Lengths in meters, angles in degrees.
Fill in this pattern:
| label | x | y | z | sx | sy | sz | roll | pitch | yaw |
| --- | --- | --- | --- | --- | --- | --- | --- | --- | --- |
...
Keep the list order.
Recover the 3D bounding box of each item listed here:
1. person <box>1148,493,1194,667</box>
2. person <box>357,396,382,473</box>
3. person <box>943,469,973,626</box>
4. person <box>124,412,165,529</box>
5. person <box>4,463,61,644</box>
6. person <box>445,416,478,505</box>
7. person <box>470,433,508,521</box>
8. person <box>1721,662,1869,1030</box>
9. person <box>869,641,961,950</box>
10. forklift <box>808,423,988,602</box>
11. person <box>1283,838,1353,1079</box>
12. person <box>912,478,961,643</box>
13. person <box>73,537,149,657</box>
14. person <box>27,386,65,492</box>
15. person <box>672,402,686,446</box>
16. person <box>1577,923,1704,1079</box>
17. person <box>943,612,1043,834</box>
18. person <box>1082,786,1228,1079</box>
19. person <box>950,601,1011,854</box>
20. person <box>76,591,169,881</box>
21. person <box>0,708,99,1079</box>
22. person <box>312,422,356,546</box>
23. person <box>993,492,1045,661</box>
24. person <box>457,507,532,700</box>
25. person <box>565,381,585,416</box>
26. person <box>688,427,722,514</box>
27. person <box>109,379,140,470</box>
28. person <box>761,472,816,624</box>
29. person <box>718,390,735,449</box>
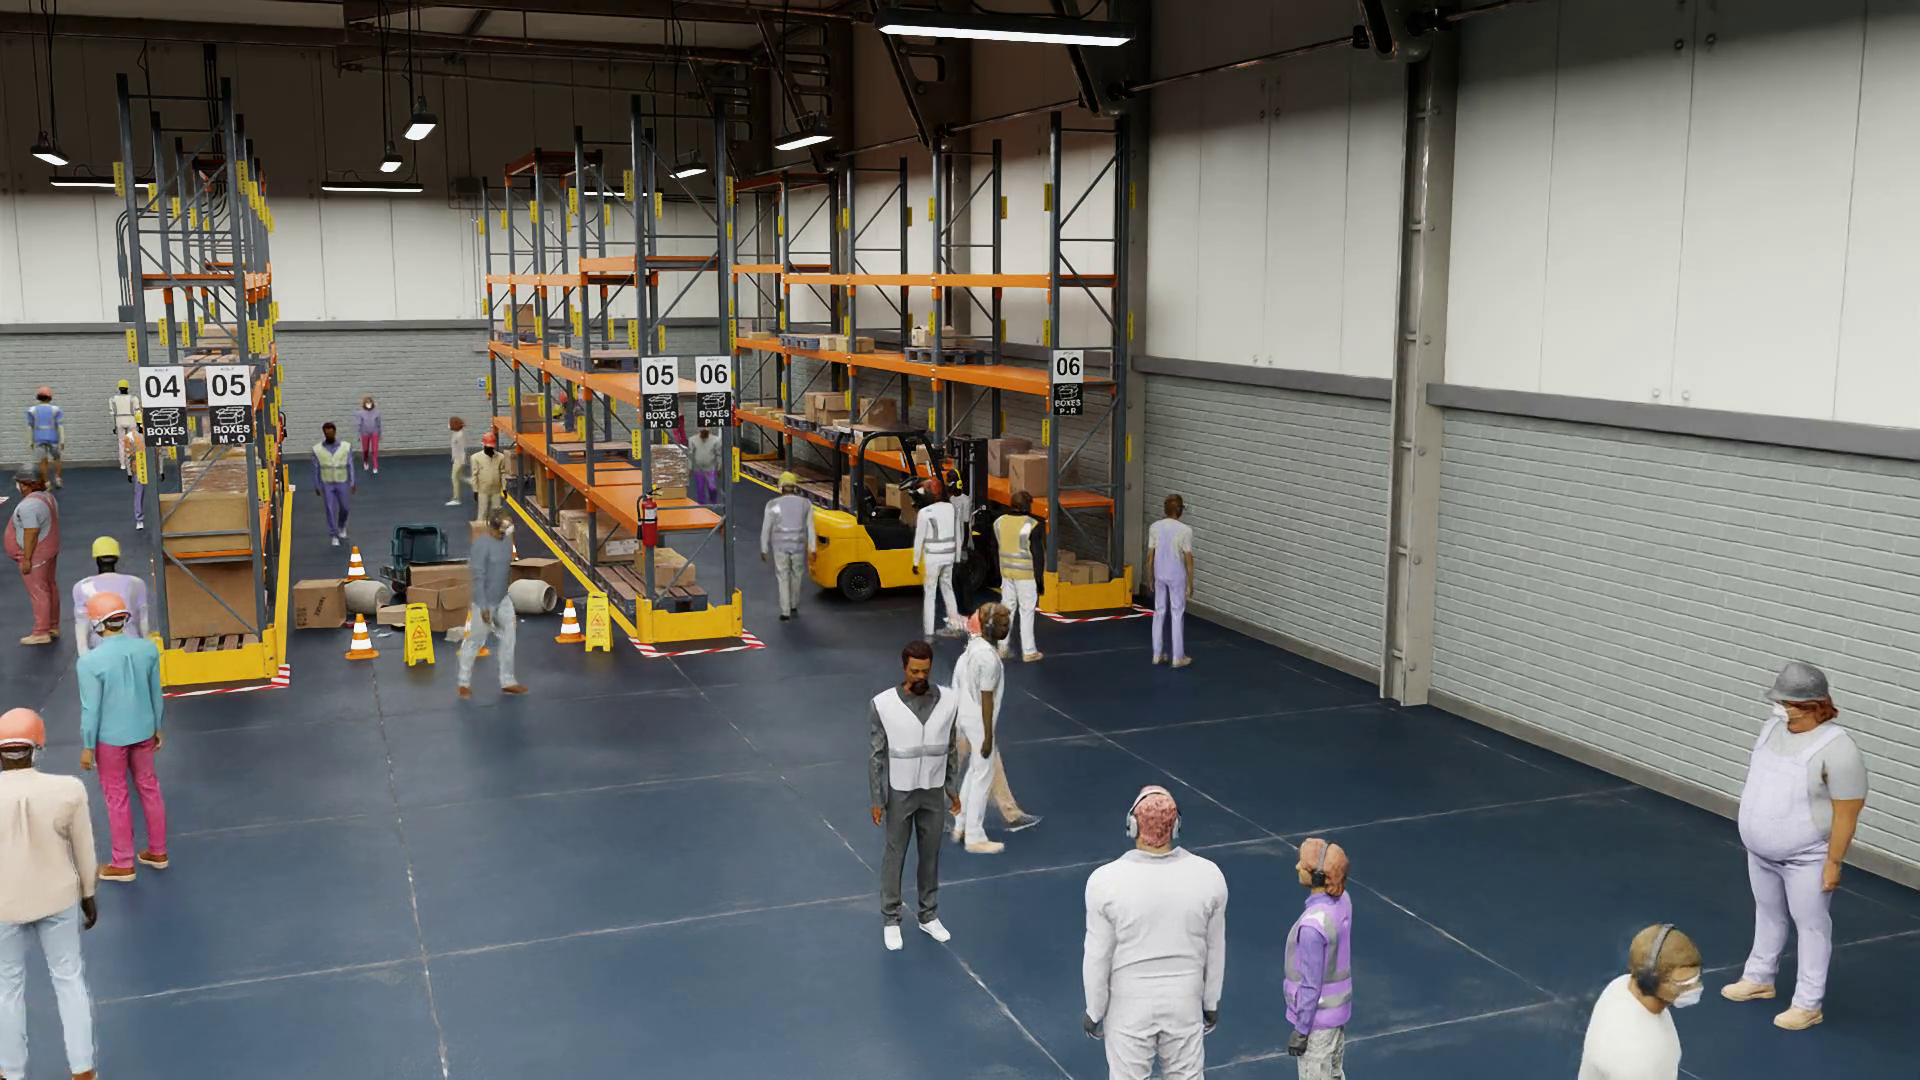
| label | x | y | z | sx | sy | sz | roll | pitch | yaw |
| --- | --- | --- | --- | --- | --- | --- | --- | --- | --- |
| person | 2.233 | 0.421 | 17.610 | 0.516 | 1.843 | 0.325 | 6 | 11 | 34 |
| person | -12.416 | -2.222 | 34.983 | 0.506 | 1.616 | 0.630 | -4 | 10 | -24 |
| person | -0.017 | 0.086 | 19.692 | 0.327 | 1.861 | 0.499 | -4 | 10 | -24 |
| person | -13.320 | -1.144 | 27.204 | 0.588 | 1.927 | 0.371 | -8 | 12 | -40 |
| person | -10.456 | 0.145 | 18.737 | 0.537 | 2.000 | 0.682 | -2 | 9 | -10 |
| person | -8.987 | -1.440 | 30.030 | 0.631 | 1.613 | 0.493 | -4 | 10 | -22 |
| person | -7.195 | -0.778 | 25.476 | 0.563 | 1.742 | 0.338 | -8 | 12 | -40 |
| person | 4.576 | 1.662 | 9.185 | 0.536 | 2.000 | 0.680 | -2 | 9 | -15 |
| person | -0.283 | 1.551 | 10.278 | 0.596 | 1.914 | 0.374 | -4 | 10 | -24 |
| forklift | -0.830 | -0.399 | 21.676 | 2.313 | 2.155 | 1.214 | -4 | 10 | -21 |
| person | 1.608 | 2.132 | 7.472 | 0.307 | 1.645 | 0.514 | 4 | 10 | 25 |
| person | -0.245 | 0.224 | 18.785 | 0.597 | 1.868 | 0.385 | -8 | 12 | -40 |
| person | -7.325 | 0.913 | 14.337 | 0.611 | 1.892 | 0.793 | -8 | 12 | -42 |
| person | -17.509 | -1.933 | 31.910 | 0.611 | 2.019 | 0.764 | -4 | 10 | -22 |
| person | -6.592 | -2.864 | 38.581 | 0.349 | 1.758 | 0.521 | 4 | 10 | 22 |
| person | 2.428 | 2.254 | 5.871 | 0.728 | 1.906 | 0.642 | 5 | 10 | 28 |
| person | 0.141 | 1.350 | 12.212 | 0.898 | 1.695 | 0.601 | 3 | 10 | 19 |
| person | 0.842 | 2.022 | 7.342 | 0.642 | 1.909 | 0.399 | -1 | 9 | -9 |
| person | 0.150 | 1.336 | 11.924 | 0.403 | 1.838 | 0.550 | -2 | 9 | -10 |
| person | -5.757 | 1.333 | 11.407 | 0.400 | 1.989 | 0.623 | 4 | 10 | 26 |
| person | -4.683 | 1.835 | 8.351 | 0.663 | 1.984 | 0.520 | -6 | 11 | -35 |
| person | -9.636 | -0.880 | 25.602 | 0.613 | 1.902 | 0.645 | -4 | 10 | -26 |
| person | 0.629 | 0.398 | 17.835 | 0.658 | 1.837 | 0.482 | 8 | 12 | 40 |
| person | -4.636 | 0.615 | 16.286 | 0.722 | 1.903 | 0.650 | 3 | 10 | 18 |
| person | -8.023 | -2.391 | 34.738 | 0.406 | 2.036 | 0.601 | -4 | 10 | -25 |
| person | -4.350 | -1.211 | 28.248 | 0.584 | 1.732 | 0.567 | 0 | 9 | -3 |
| person | -17.778 | -2.457 | 35.465 | 0.587 | 1.928 | 0.362 | -3 | 9 | -17 |
| person | -2.082 | 0.071 | 20.002 | 0.630 | 1.788 | 0.848 | -3 | 9 | -17 |
| person | -5.579 | -3.047 | 39.723 | 0.565 | 1.750 | 0.341 | 5 | 10 | 28 |
